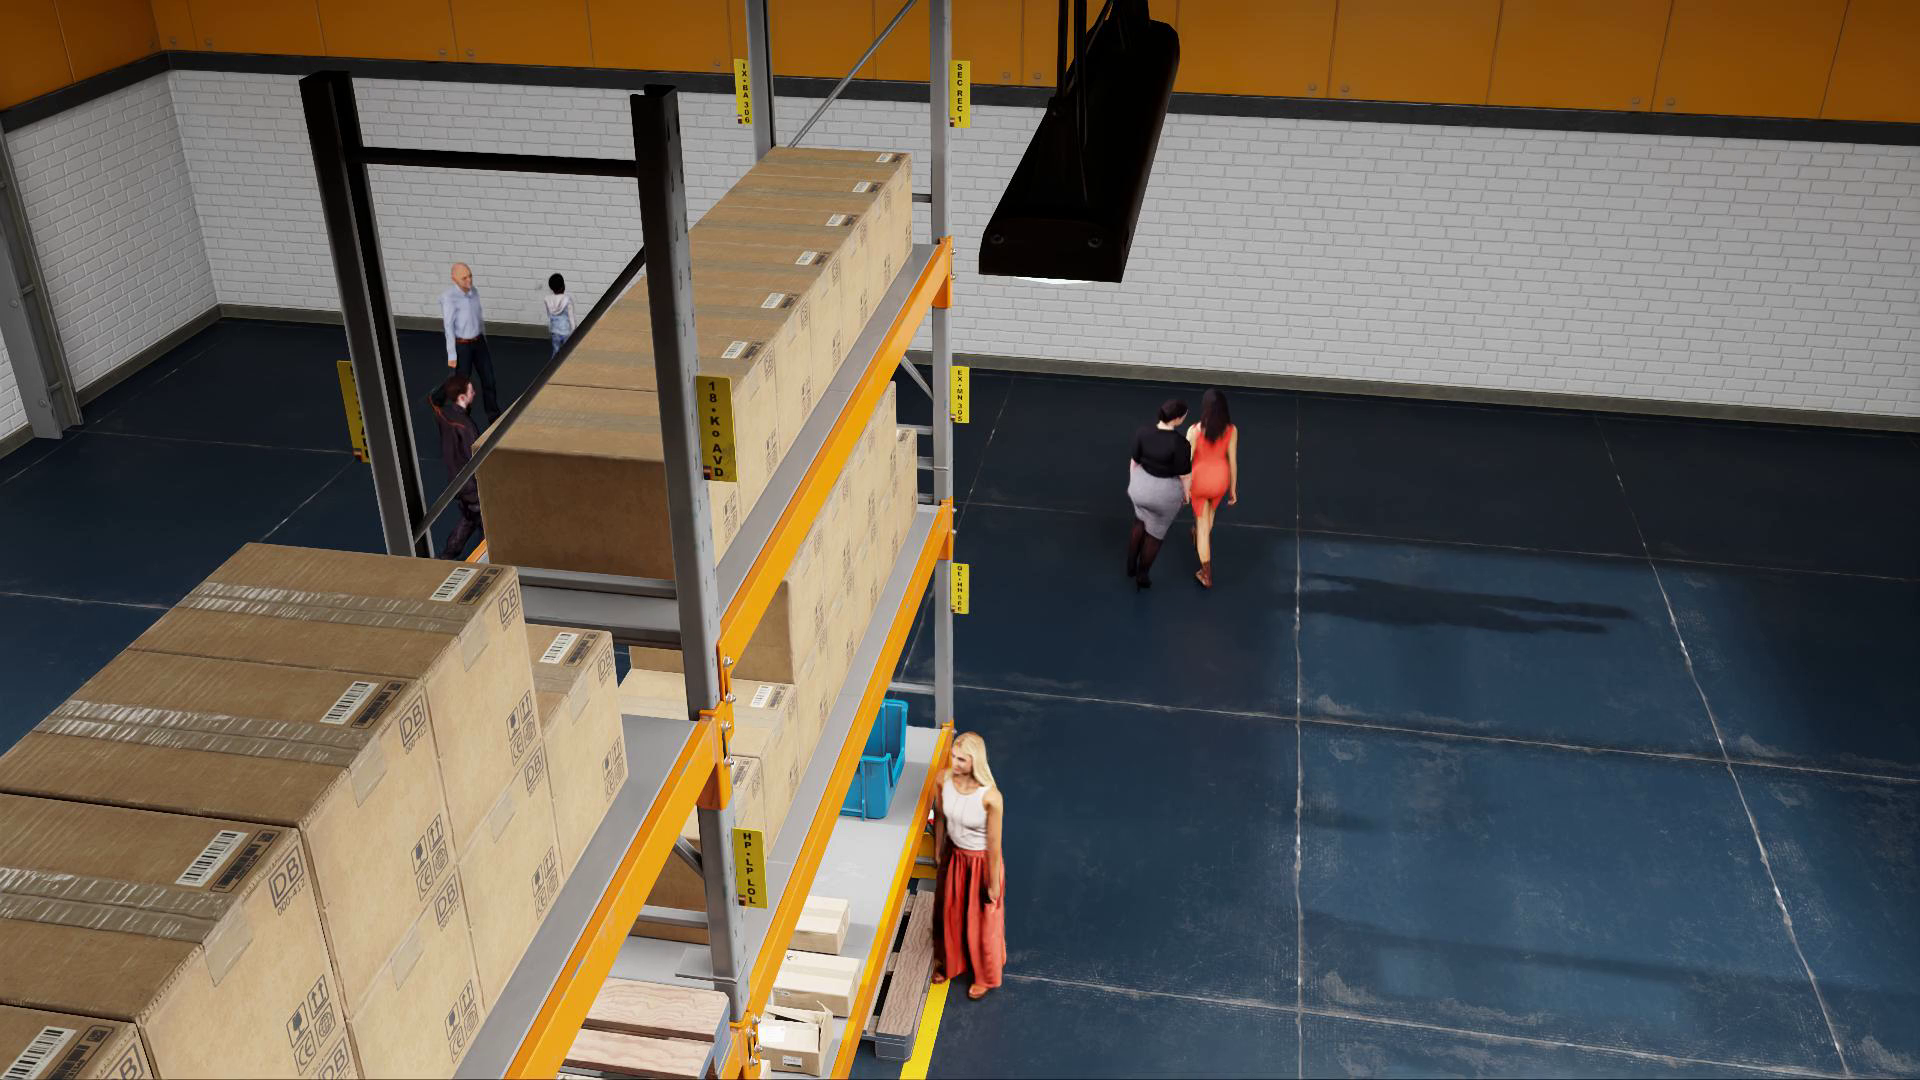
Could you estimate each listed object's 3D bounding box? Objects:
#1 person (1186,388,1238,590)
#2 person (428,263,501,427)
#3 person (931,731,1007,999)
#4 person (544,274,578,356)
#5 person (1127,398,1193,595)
[{"bbox_3d":[2.061,-0.388,13.626,0.865,1.684,1.121,-5,29,-10],"label":"person"},{"bbox_3d":[-4.889,-1.874,16.275,0.997,1.756,1.186,13,31,22],"label":"person"},{"bbox_3d":[0.078,1.831,9.438,0.753,1.799,0.759,21,35,33],"label":"person"},{"bbox_3d":[-4.162,-2.148,17.311,0.498,1.245,0.811,6,29,10],"label":"person"},{"bbox_3d":[1.547,-0.312,13.442,0.798,1.727,0.807,19,34,30],"label":"person"}]
